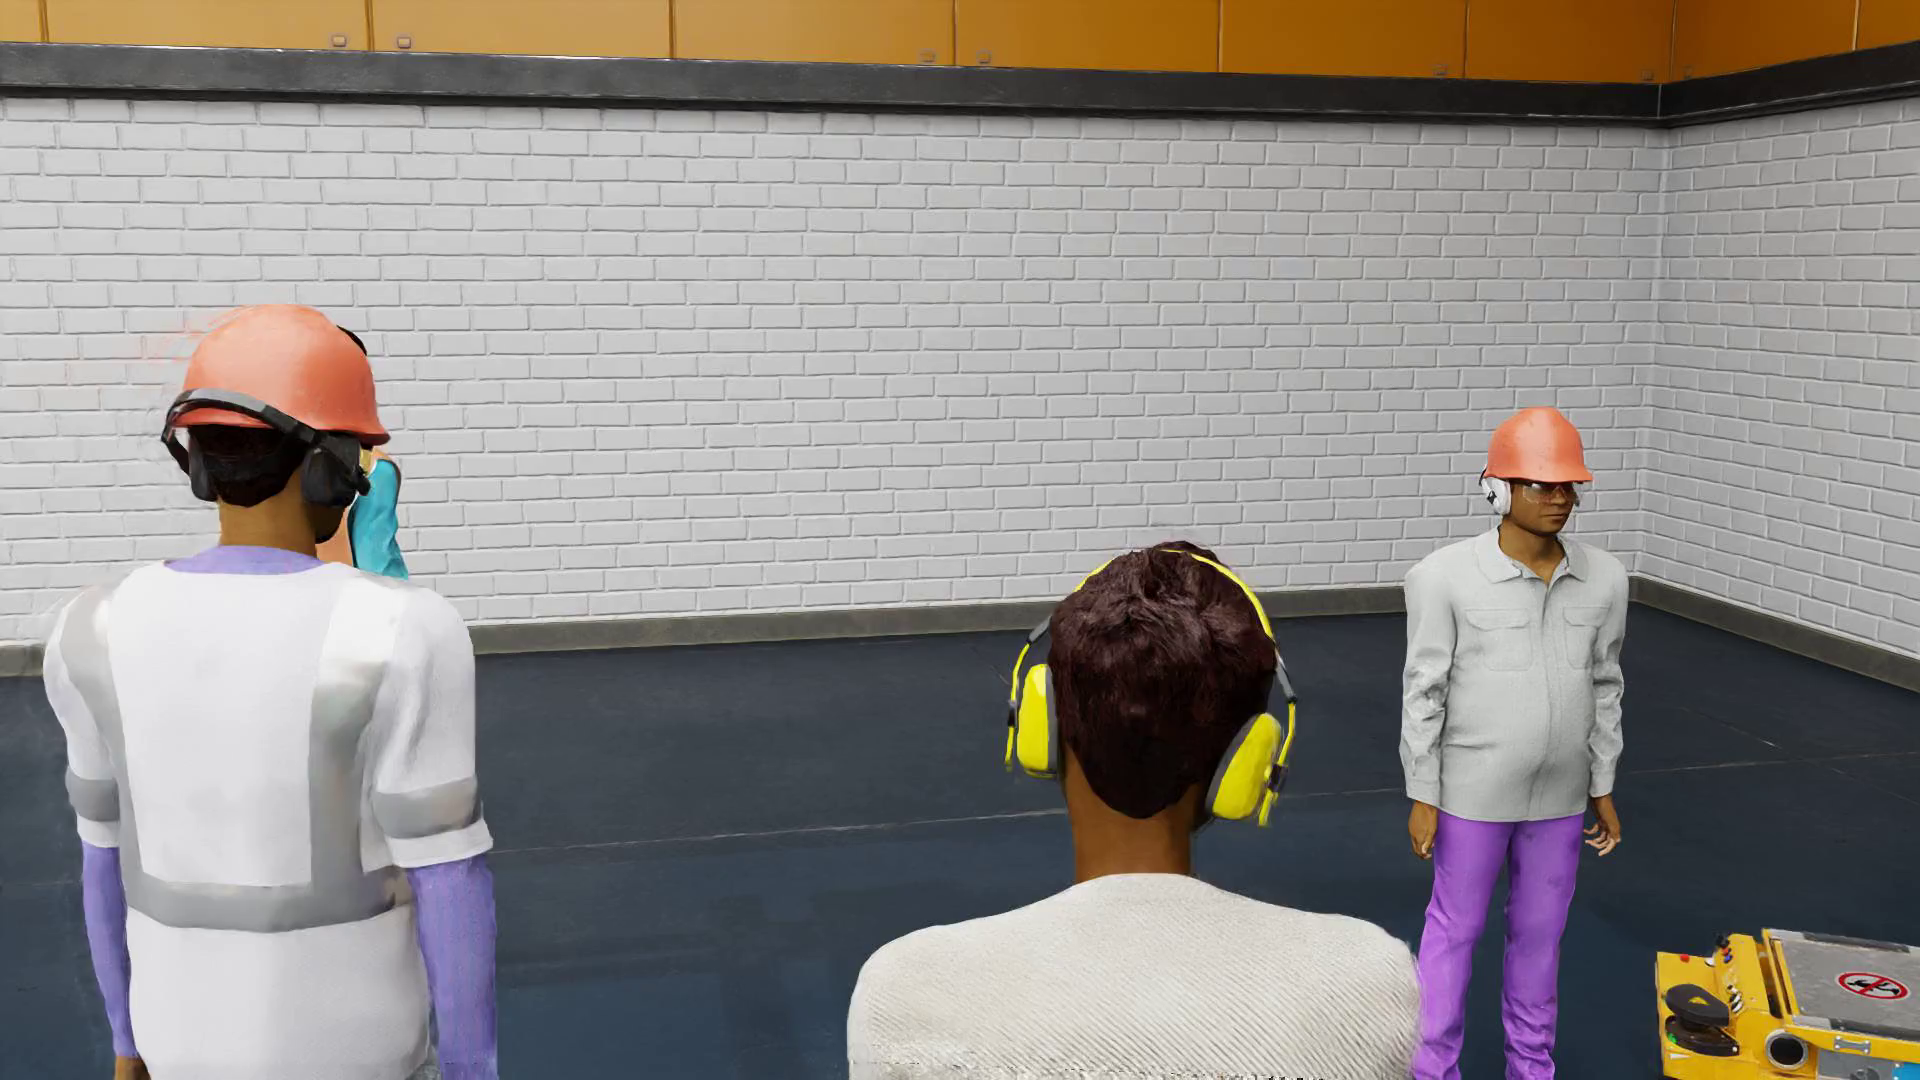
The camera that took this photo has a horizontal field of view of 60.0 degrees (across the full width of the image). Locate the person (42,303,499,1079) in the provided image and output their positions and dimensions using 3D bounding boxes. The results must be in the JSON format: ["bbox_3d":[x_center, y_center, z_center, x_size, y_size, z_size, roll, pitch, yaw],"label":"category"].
[{"bbox_3d":[-0.939,0.684,2.363,0.639,2.022,0.468,1,9,6],"label":"person"}]

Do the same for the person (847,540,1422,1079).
[{"bbox_3d":[0.127,0.919,1.500,0.528,1.835,0.441,-1,9,-6],"label":"person"}]

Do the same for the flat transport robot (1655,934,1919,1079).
[{"bbox_3d":[2.552,1.253,4.219,1.431,0.197,0.652,3,10,20],"label":"flat transport robot"}]

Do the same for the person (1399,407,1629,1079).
[{"bbox_3d":[1.301,0.564,3.900,0.563,1.755,0.321,-2,10,-12],"label":"person"}]
